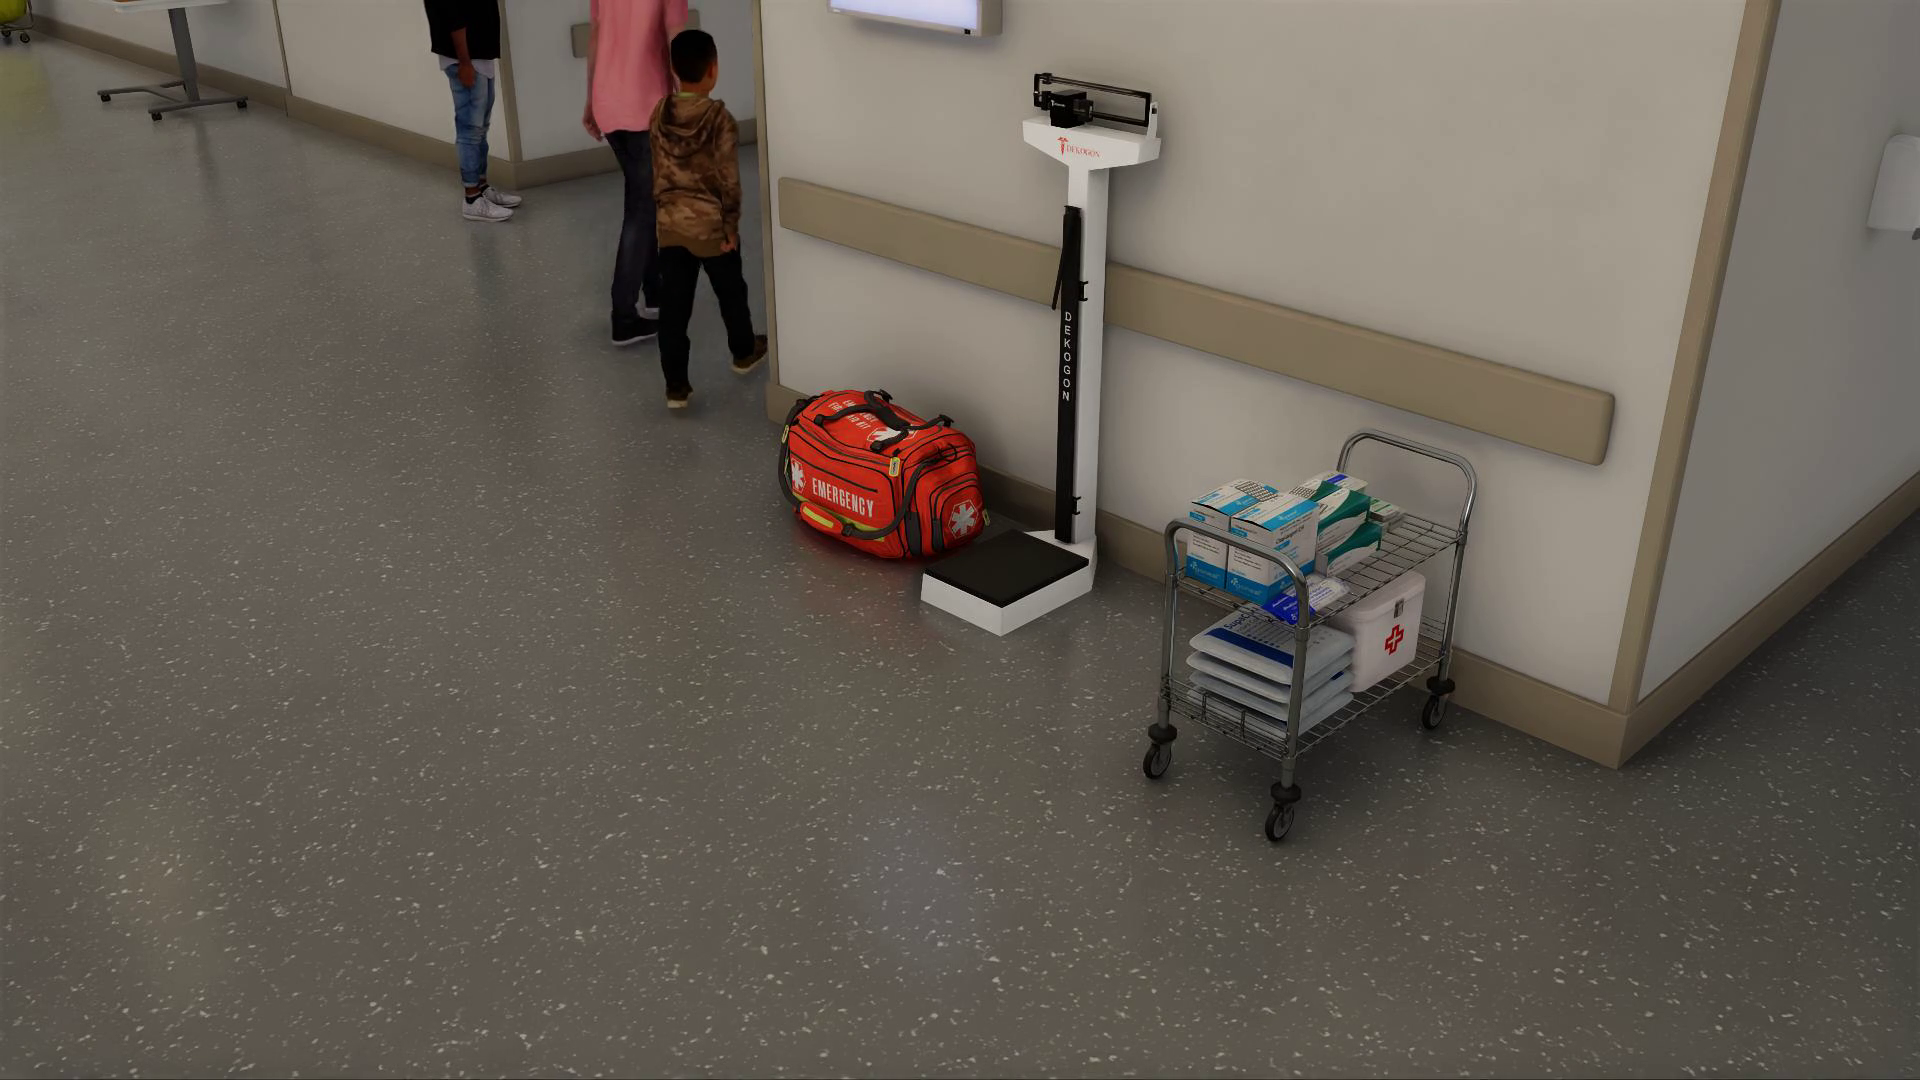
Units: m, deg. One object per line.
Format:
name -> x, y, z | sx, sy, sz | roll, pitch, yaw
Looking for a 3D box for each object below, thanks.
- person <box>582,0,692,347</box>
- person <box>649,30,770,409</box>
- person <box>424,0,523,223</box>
person -> -1.446, -1.797, 7.131 | 0.898, 1.923, 0.844 | 14, 29, 26
person -> -1.053, -1.200, 6.470 | 0.967, 1.422, 0.928 | 5, 26, 11
person -> -2.715, -2.695, 9.119 | 0.842, 1.814, 0.769 | -1, 26, -3
